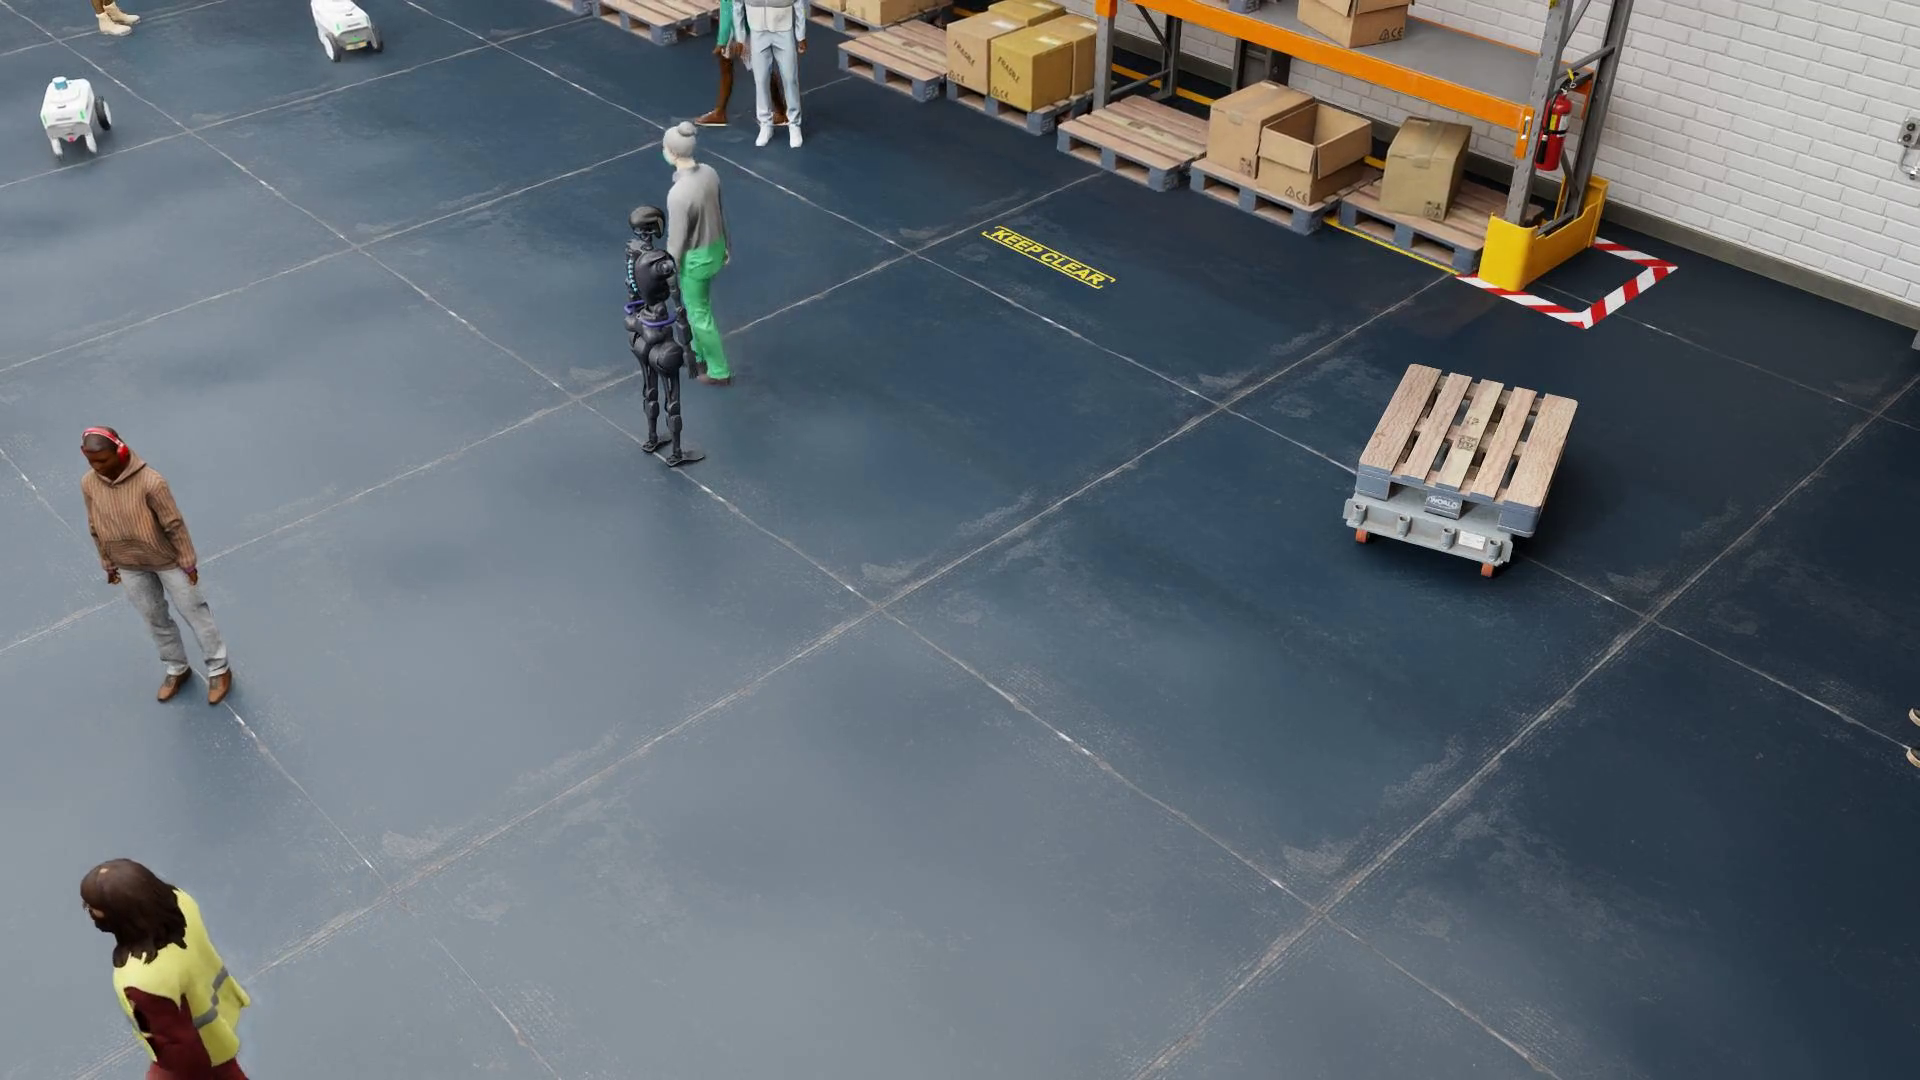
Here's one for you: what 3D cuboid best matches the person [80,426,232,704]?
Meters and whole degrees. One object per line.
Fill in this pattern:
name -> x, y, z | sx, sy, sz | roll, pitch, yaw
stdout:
person -> -4.004, 0.111, 8.245 | 0.472, 1.644, 0.334 | 1, 37, 1

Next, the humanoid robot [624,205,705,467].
humanoid robot -> -1.815, -1.239, 9.994 | 0.315, 1.657, 0.599 | -28, 45, -32

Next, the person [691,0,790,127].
person -> -1.903, -4.292, 13.958 | 0.946, 1.780, 0.513 | -6, 37, -7

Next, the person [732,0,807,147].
person -> -1.564, -4.200, 13.738 | 0.598, 1.909, 0.401 | 0, 37, 0

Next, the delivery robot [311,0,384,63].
delivery robot -> -5.849, -4.889, 15.780 | 0.499, 0.608, 0.803 | -24, 43, -28

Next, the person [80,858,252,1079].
person -> -2.778, 1.769, 5.956 | 0.451, 1.752, 0.480 | -4, 37, -5

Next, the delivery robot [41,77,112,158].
delivery robot -> -7.534, -3.620, 14.086 | 0.499, 0.592, 0.796 | -11, 39, -15

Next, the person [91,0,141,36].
person -> -8.294, -5.877, 15.844 | 0.389, 2.044, 0.606 | -2, 37, -2

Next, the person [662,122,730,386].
person -> -1.784, -1.831, 10.671 | 0.585, 1.837, 0.547 | 11, 38, 14

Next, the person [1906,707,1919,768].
person -> 4.940, 0.282, 7.754 | 0.368, 1.965, 0.605 | 18, 41, 22
